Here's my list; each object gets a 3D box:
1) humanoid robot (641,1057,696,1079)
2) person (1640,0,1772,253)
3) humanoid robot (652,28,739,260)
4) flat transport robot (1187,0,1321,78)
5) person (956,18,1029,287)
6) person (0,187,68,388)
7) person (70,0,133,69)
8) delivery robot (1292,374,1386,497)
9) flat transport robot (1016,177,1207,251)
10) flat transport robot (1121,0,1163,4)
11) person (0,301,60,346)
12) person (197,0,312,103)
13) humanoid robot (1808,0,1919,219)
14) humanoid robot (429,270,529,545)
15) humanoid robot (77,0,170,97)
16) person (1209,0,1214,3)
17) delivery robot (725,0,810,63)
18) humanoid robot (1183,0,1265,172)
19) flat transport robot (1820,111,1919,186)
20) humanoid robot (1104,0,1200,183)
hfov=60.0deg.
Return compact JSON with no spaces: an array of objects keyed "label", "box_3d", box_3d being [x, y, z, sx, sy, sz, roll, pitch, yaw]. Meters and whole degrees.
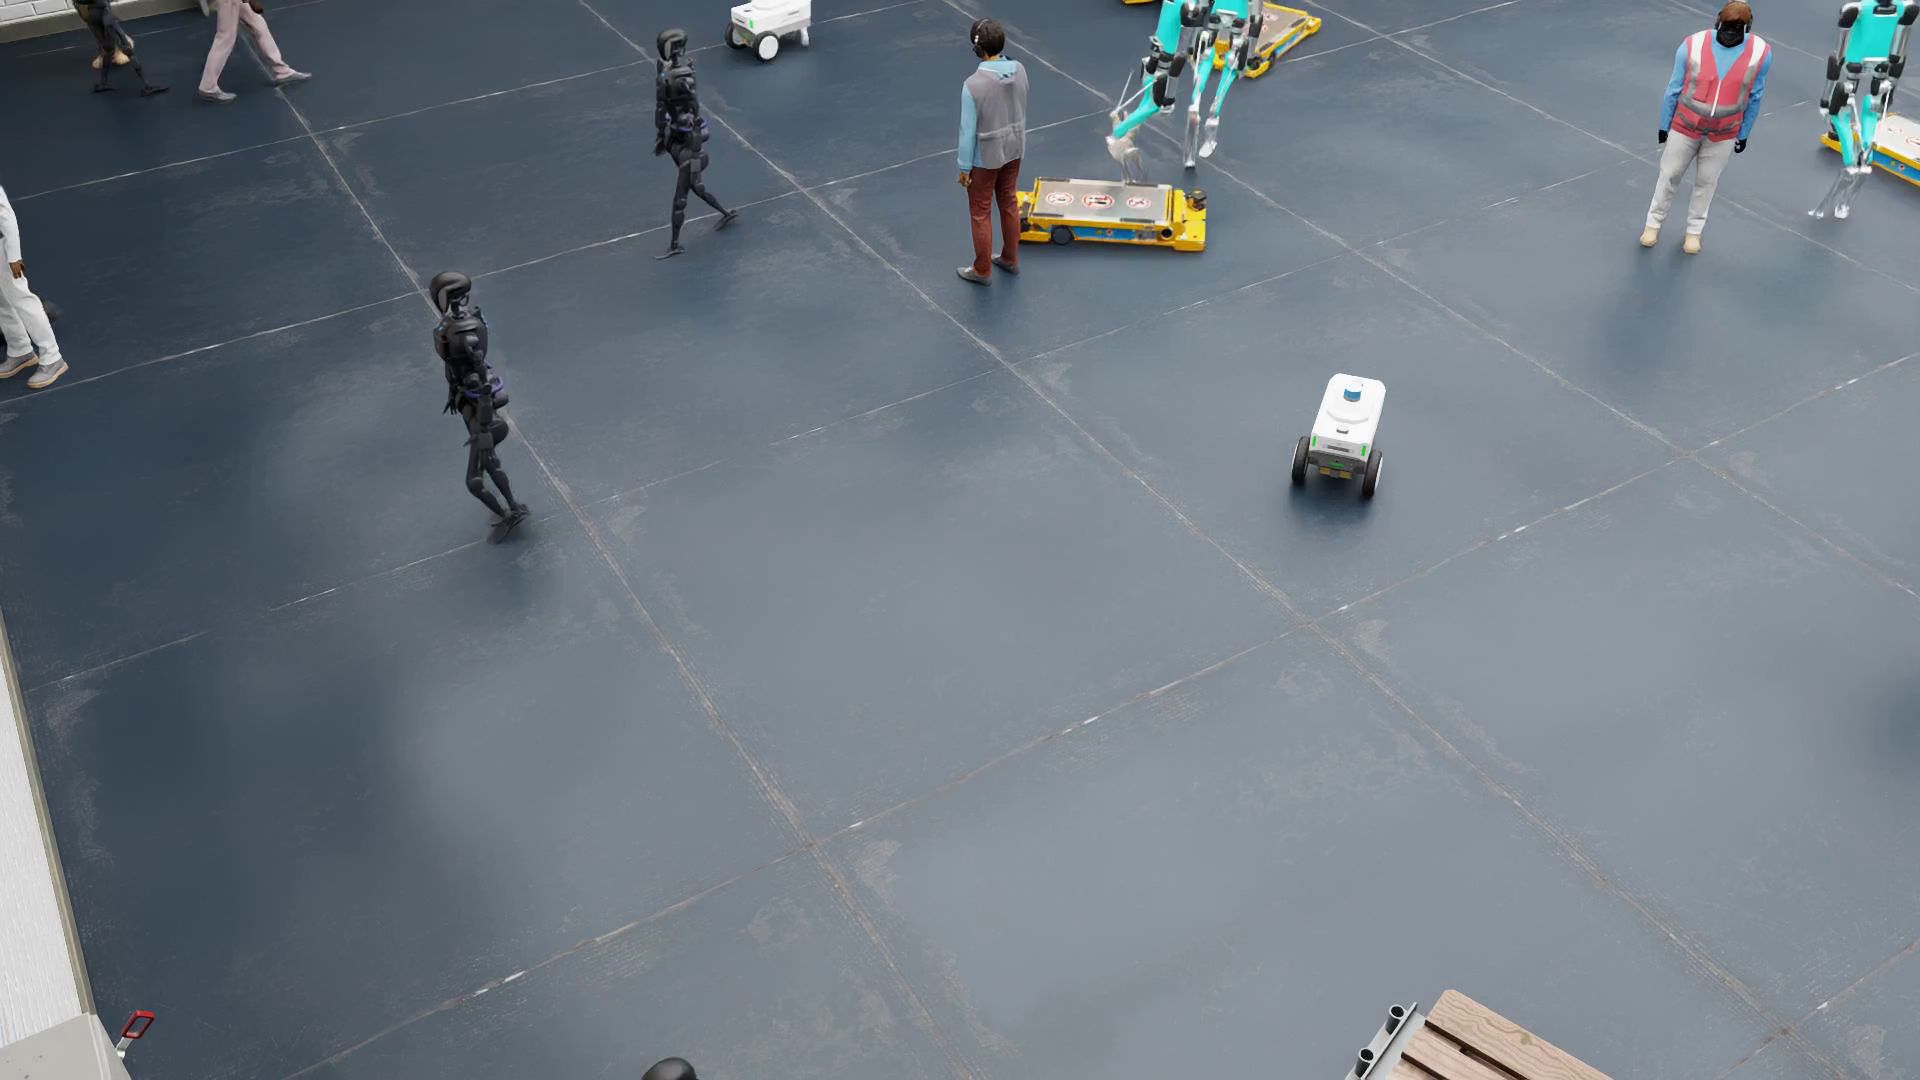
[{"label":"humanoid robot","box_3d":[-0.844,2.175,5.433,0.600,1.642,0.672,17,42,20]},{"label":"person","box_3d":[5.232,-2.895,11.692,0.628,1.836,0.431,12,40,15]},{"label":"humanoid robot","box_3d":[-1.927,-2.830,11.771,0.780,1.636,0.602,-24,44,-27]},{"label":"flat transport robot","box_3d":[2.678,-4.556,15.041,0.659,0.231,1.431,22,43,26]},{"label":"person","box_3d":[0.227,-2.598,11.281,0.542,1.870,0.418,-27,46,-30]},{"label":"person","box_3d":[-6.032,-1.815,10.282,0.583,1.883,0.337,16,41,19]},{"label":"person","box_3d":[-7.573,-4.878,14.260,0.540,1.735,0.463,13,40,15]},{"label":"delivery robot","box_3d":[2.290,-0.640,9.884,0.499,0.614,0.808,13,40,15]},{"label":"flat transport robot","box_3d":[1.103,-2.416,12.340,1.431,0.231,0.659,5,39,6]},{"label":"flat transport robot","box_3d":[2.103,-5.524,16.262,1.431,0.231,0.659,-15,41,-18]},{"label":"person","box_3d":[-6.300,-2.116,10.657,0.469,1.896,0.594,-11,40,-14]},{"label":"person","box_3d":[-6.090,-4.558,13.806,0.949,1.801,0.581,-18,42,-22]},{"label":"humanoid robot","box_3d":[6.549,-3.109,12.047,0.570,1.783,0.704,1,38,1]},{"label":"humanoid robot","box_3d":[-2.637,-0.737,9.089,0.376,1.644,0.601,-23,44,-26]},{"label":"humanoid robot","box_3d":[-7.171,-4.534,13.903,0.612,1.644,0.608,-13,40,-16]},{"label":"person","box_3d":[2.472,-6.059,15.774,0.541,1.708,0.894,-1,38,-1]},{"label":"delivery robot","box_3d":[-1.710,-4.643,14.936,0.785,0.614,0.523,-29,47,-32]},{"label":"humanoid robot","box_3d":[1.916,-3.635,12.713,0.542,1.755,0.987,18,42,22]},{"label":"flat transport robot","box_3d":[7.583,-2.990,13.064,0.659,0.231,1.431,-18,42,-21]},{"label":"humanoid robot","box_3d":[1.327,-3.334,12.359,0.781,1.827,0.531,-7,39,-9]}]
